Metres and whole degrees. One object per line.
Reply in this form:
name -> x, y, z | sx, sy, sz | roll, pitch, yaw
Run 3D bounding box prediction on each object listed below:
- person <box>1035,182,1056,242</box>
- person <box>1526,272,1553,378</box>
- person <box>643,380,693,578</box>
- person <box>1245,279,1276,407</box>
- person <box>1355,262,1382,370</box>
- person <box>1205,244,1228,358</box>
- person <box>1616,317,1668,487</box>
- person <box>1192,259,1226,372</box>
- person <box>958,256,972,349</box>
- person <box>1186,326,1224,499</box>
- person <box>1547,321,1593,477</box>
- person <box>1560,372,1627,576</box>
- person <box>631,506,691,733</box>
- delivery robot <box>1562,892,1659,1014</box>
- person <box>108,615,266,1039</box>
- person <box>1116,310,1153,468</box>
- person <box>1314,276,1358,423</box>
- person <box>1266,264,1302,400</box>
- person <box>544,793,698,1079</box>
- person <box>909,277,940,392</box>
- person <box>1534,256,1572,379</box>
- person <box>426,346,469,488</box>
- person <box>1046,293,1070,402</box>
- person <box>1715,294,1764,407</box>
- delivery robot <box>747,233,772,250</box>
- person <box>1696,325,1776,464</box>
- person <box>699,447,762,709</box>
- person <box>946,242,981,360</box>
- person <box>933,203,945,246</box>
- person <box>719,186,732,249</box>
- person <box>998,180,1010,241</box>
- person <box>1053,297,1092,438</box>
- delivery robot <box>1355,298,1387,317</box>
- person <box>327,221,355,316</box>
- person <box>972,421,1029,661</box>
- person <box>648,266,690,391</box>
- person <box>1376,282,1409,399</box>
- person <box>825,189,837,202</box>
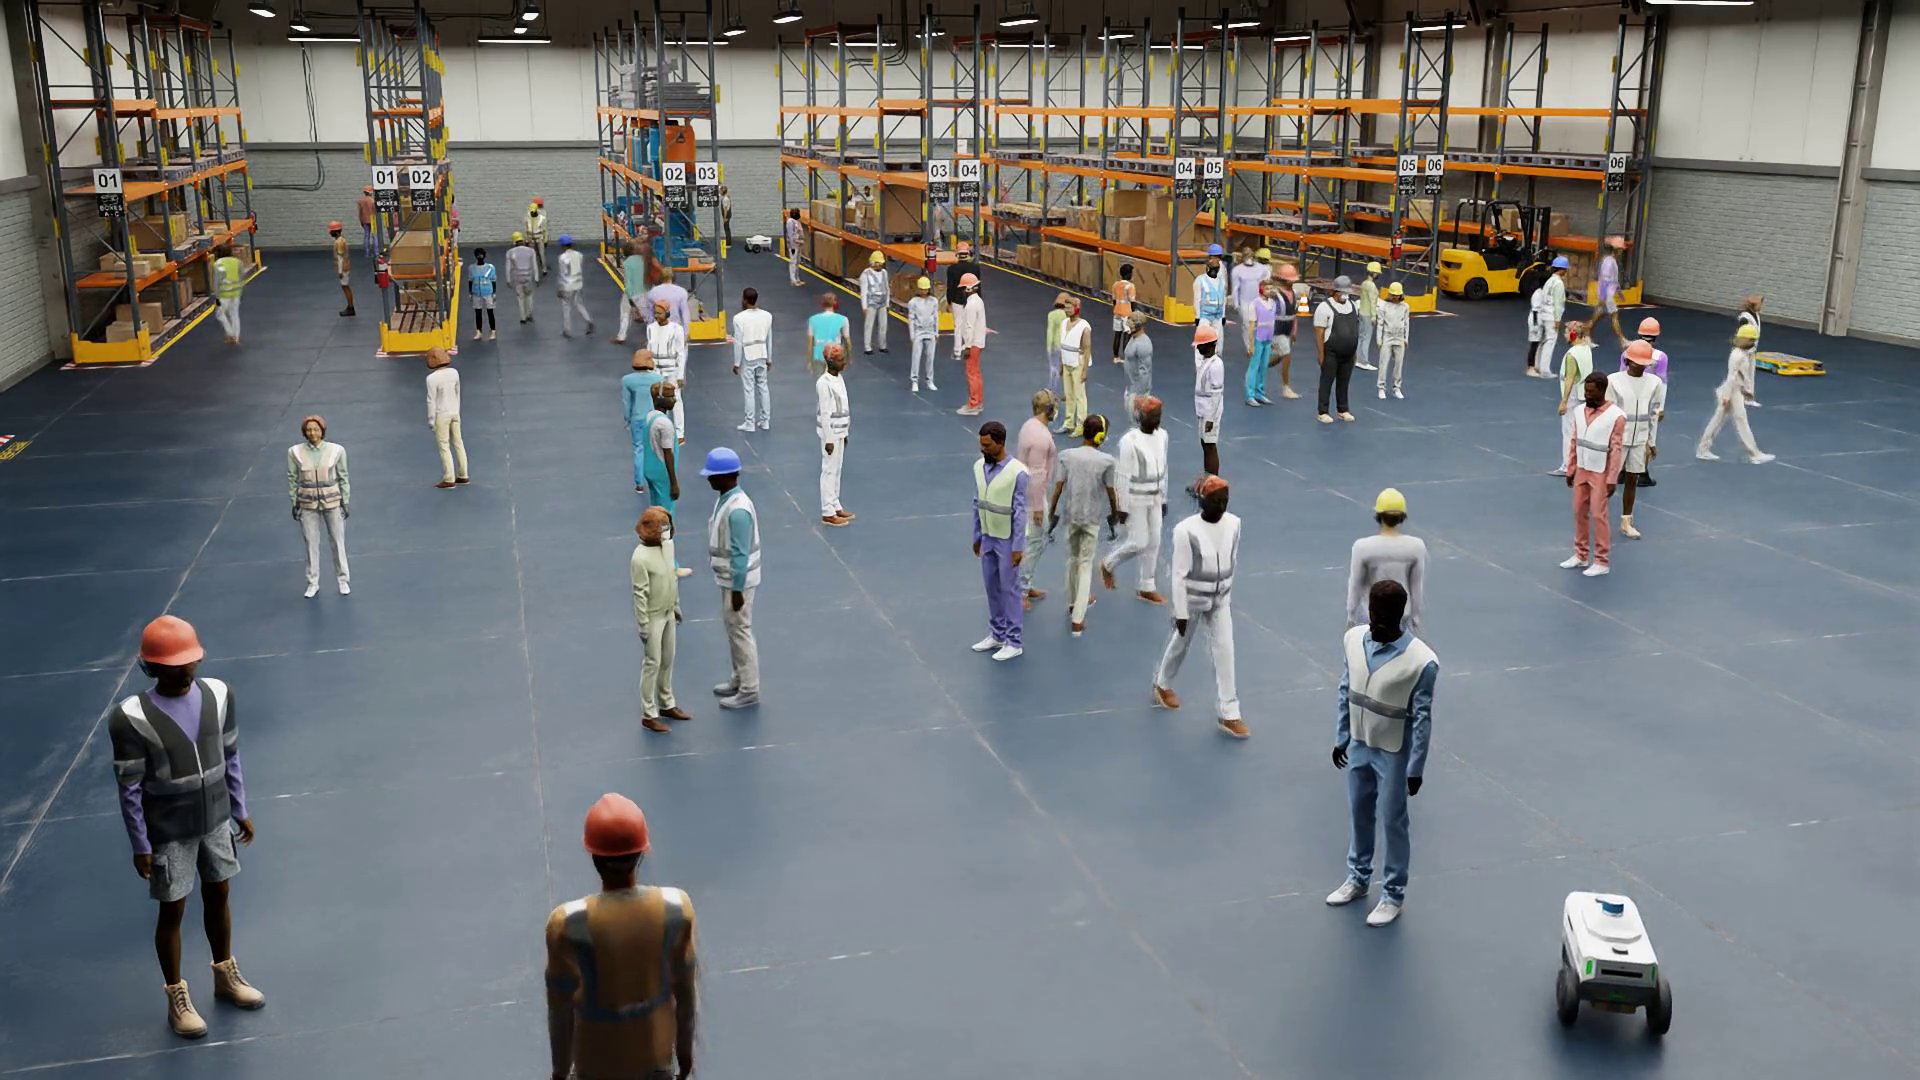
person -> 2.668, -10.168, 51.561 | 0.663, 1.844, 0.541 | 2, 15, 9
person -> 9.260, -3.451, 26.604 | 0.334, 1.690, 0.569 | 11, 19, 36
person -> -2.752, -0.562, 15.434 | 0.351, 1.842, 0.507 | -9, 17, -30
person -> 4.349, -2.863, 24.084 | 0.373, 1.843, 0.569 | 14, 20, 43
person -> 6.726, -3.682, 27.336 | 0.327, 1.760, 0.524 | -2, 15, -6
person -> 4.388, -4.098, 28.556 | 0.414, 1.941, 0.606 | 1, 15, 4
person -> 7.819, -1.576, 19.061 | 0.355, 1.939, 0.552 | -14, 20, -42
person -> 4.064, -3.631, 26.997 | 0.619, 1.838, 0.430 | -8, 17, -28
person -> 0.097, -4.255, 29.523 | 0.319, 1.740, 0.492 | 5, 16, 19
person -> 2.734, -1.420, 18.497 | 0.373, 1.928, 0.543 | -1, 15, -3
person -> 7.232, -1.654, 19.569 | 0.397, 1.833, 0.566 | 11, 18, 35
person -> 5.939, -0.632, 15.582 | 0.401, 1.906, 0.598 | -7, 16, -23
person -> -2.117, 0.545, 11.686 | 0.288, 1.623, 0.507 | 5, 16, 19
delivery robot -> 3.183, 1.979, 8.157 | 0.477, 0.478, 0.707 | 3, 15, 11
person -> -3.650, 1.337, 7.903 | 0.372, 2.044, 0.607 | 10, 18, 33
person -> 2.084, -1.749, 19.717 | 0.372, 1.940, 0.630 | -2, 15, -6
person -> 5.196, -2.624, 22.811 | 0.686, 2.000, 0.535 | -8, 17, -26
person -> 4.715, -3.121, 24.772 | 0.915, 2.003, 0.619 | 13, 20, 40
person -> -1.227, 1.866, 6.131 | 0.559, 1.927, 0.524 | -7, 17, -26
person -> -0.537, -3.133, 25.303 | 0.488, 1.743, 0.303 | -7, 16, -23
person -> 9.449, -3.545, 26.502 | 0.428, 1.934, 0.615 | 1, 15, 3
person -> -5.887, -1.402, 19.018 | 0.295, 1.627, 0.499 | 7, 16, 24
person -> 1.486, -2.846, 24.523 | 0.559, 1.567, 0.856 | -4, 15, -15
person -> 11.358, -2.742, 24.050 | 0.561, 1.624, 0.538 | 14, 21, 43
delivery robot -> -5.808, -8.635, 48.099 | 0.707, 0.478, 0.477 | -12, 19, -37
person -> 9.509, -1.770, 20.241 | 0.907, 1.693, 0.504 | 8, 17, 27
person -> -1.662, 0.269, 12.134 | 0.422, 1.937, 0.612 | -4, 15, -16
person -> 0.057, -4.059, 28.295 | 0.611, 1.996, 0.378 | -4, 15, -16
person -> -0.712, -9.627, 49.411 | 0.550, 1.917, 0.624 | 8, 17, 26
person -> -6.956, -9.583, 49.391 | 0.347, 1.839, 0.502 | -1, 15, -5
person -> 1.358, -10.297, 51.981 | 0.397, 1.900, 0.636 | 9, 17, 31
person -> 1.515, -2.267, 21.839 | 0.397, 1.847, 0.564 | -9, 17, -29
delivery robot -> 8.237, -4.644, 33.080 | 0.707, 0.478, 0.477 | 11, 18, 36
person -> -12.685, -5.555, 34.070 | 0.396, 1.927, 0.541 | -5, 16, -19
person -> 0.313, -0.011, 13.249 | 0.414, 1.907, 0.595 | -12, 19, -38
person -> -4.343, -3.159, 25.032 | 0.662, 1.926, 0.570 | 2, 15, 9
person -> 6.415, -2.951, 24.641 | 0.490, 1.731, 0.322 | -2, 15, -8
person -> -3.875, -9.654, 49.872 | 0.507, 1.712, 0.438 | -3, 15, -11
